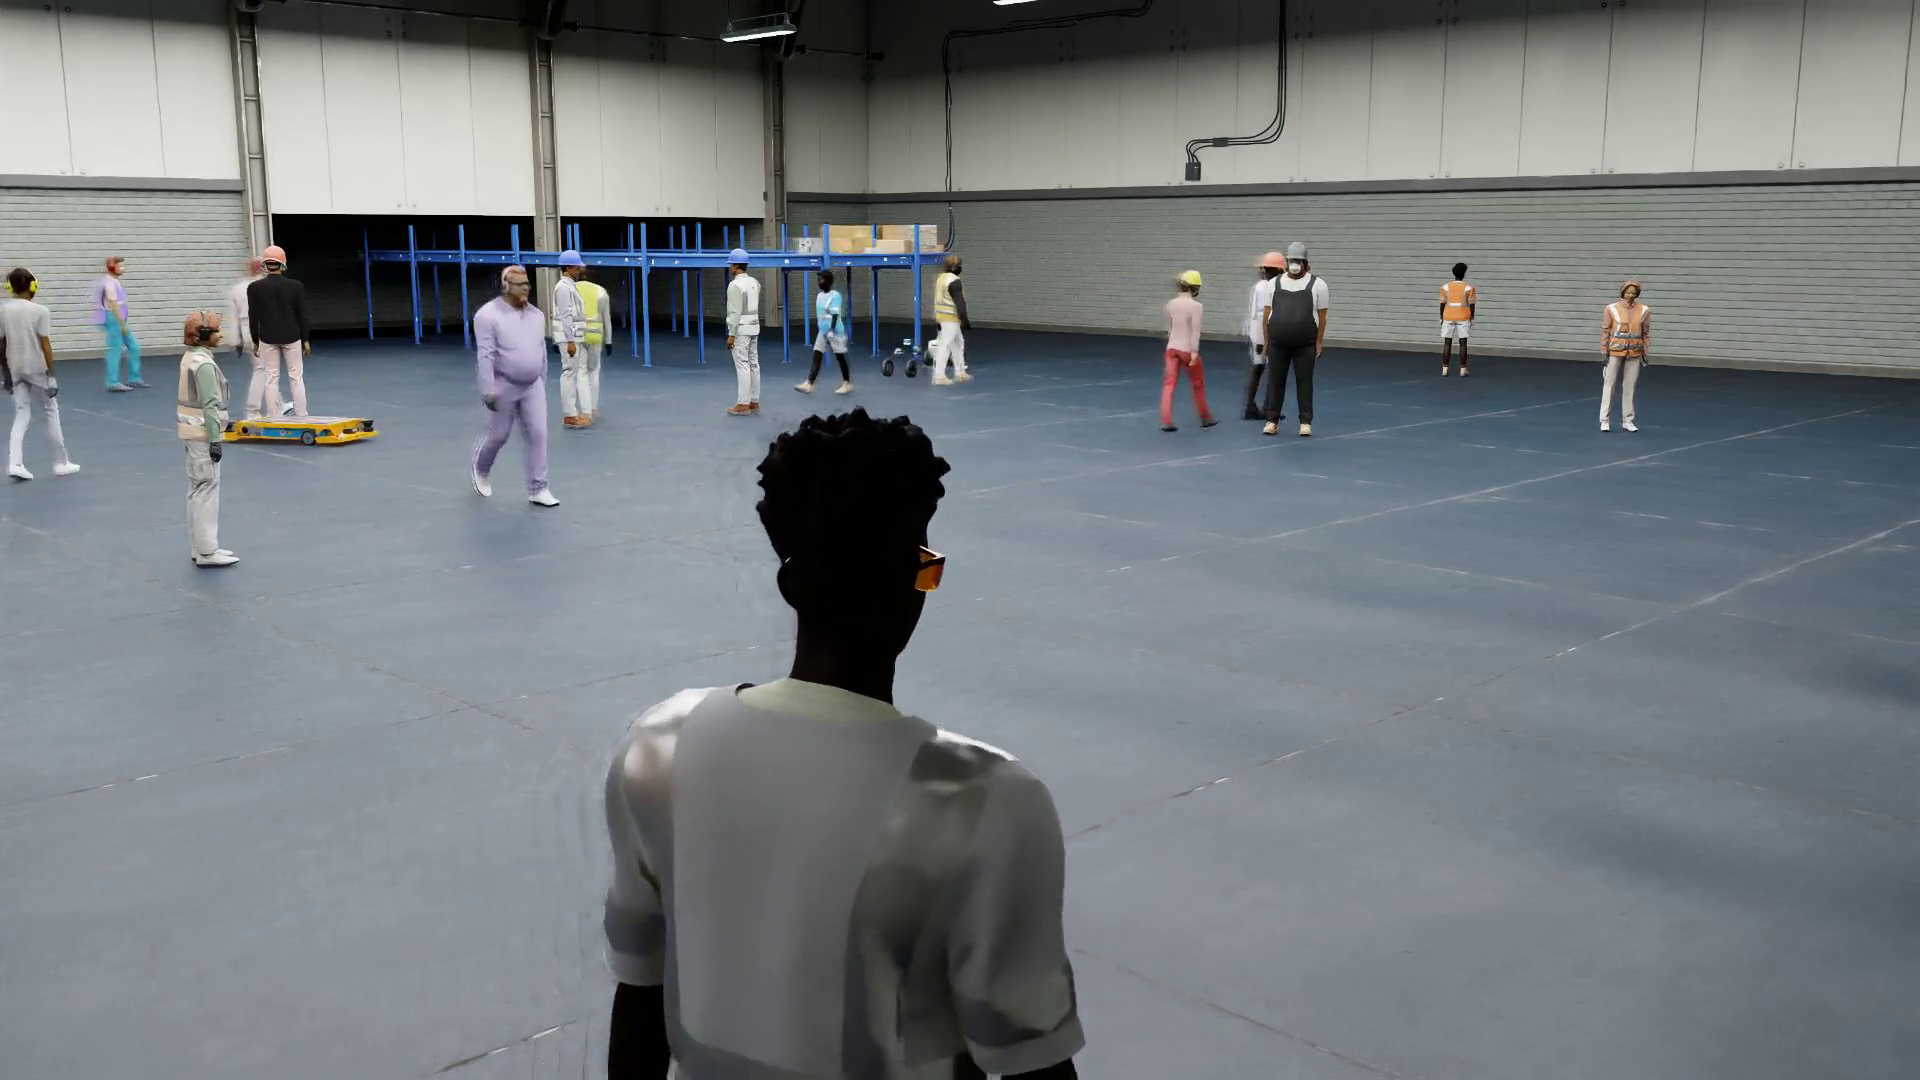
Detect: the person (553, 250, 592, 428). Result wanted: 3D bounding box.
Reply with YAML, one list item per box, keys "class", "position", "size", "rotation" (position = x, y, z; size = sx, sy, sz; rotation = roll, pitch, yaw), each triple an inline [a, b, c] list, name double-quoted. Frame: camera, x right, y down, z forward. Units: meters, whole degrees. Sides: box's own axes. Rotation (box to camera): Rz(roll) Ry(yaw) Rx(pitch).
- class: "person"
  position: [-4.311, -2.229, 18.434]
  size: [0.382, 1.949, 0.605]
  rotation: [-2, 11, -9]

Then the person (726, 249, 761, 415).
- class: "person"
  position: [-2.580, -2.467, 19.728]
  size: [0.389, 1.949, 0.604]
  rotation: [4, 11, 20]

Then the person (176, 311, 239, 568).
- class: "person"
  position: [-4.851, -0.650, 10.698]
  size: [0.320, 1.628, 0.508]
  rotation: [-7, 13, -34]

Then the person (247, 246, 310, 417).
- class: "person"
  position: [-7.311, -2.155, 17.902]
  size: [0.610, 1.996, 0.378]
  rotation: [-3, 11, -14]

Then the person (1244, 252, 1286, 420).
- class: "person"
  position: [3.562, -2.324, 19.058]
  size: [0.624, 1.915, 0.565]
  rotation: [1, 10, 6]

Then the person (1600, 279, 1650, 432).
- class: "person"
  position: [7.187, -1.993, 17.992]
  size: [0.514, 1.640, 0.310]
  rotation: [0, 10, 2]

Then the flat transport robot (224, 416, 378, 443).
- class: "flat transport robot"
  position: [-6.868, -1.155, 17.272]
  size: [1.431, 0.197, 0.652]
  rotation: [2, 11, 13]

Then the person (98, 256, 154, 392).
- class: "person"
  position: [-11.343, -2.935, 22.628]
  size: [0.661, 1.823, 0.582]
  rotation: [-3, 11, -14]

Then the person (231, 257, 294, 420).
- class: "person"
  position: [-7.870, -2.270, 18.904]
  size: [0.655, 1.856, 0.974]
  rotation: [4, 11, 21]

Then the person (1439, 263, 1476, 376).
- class: "person"
  position: [7.498, -3.325, 25.096]
  size: [0.539, 1.694, 0.318]
  rotation: [5, 11, 25]

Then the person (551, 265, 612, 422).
- class: "person"
  position: [-4.360, -2.273, 19.105]
  size: [0.638, 1.789, 0.888]
  rotation: [-6, 12, -31]

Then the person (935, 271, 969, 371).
- class: "person"
  position: [-0.158, -3.386, 25.719]
  size: [0.514, 1.587, 0.799]
  rotation: [-6, 12, -29]

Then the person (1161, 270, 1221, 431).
- class: "person"
  position: [2.505, -2.059, 18.121]
  size: [0.852, 1.726, 0.527]
  rotation: [-9, 14, -40]

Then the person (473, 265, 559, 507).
- class: "person"
  position: [-3.554, -1.225, 13.148]
  size: [0.634, 1.884, 0.842]
  rotation: [-10, 14, -43]

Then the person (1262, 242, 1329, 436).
- class: "person"
  position: [3.536, -2.114, 17.672]
  size: [0.683, 2.000, 0.538]
  rotation: [4, 11, 19]

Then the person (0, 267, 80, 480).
- class: "person"
  position: [-8.120, -1.453, 14.519]
  size: [0.544, 1.841, 0.801]
  rotation: [1, 10, 4]

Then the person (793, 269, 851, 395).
- class: "person"
  position: [-1.789, -2.728, 21.927]
  size: [0.854, 1.647, 0.547]
  rotation: [-9, 13, -39]

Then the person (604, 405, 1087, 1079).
- class: "person"
  position: [-0.125, 0.787, 2.085]
  size: [0.617, 1.911, 1.031]
  rotation: [7, 12, 32]

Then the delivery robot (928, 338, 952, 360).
- class: "delivery robot"
  position: [-0.231, -3.191, 27.342]
  size: [0.477, 0.478, 0.707]
  rotation: [5, 12, 25]

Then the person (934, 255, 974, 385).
- class: "person"
  position: [-0.044, -3.121, 23.653]
  size: [0.804, 1.814, 0.628]
  rotation: [-3, 11, -17]

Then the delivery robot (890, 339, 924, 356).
- class: "delivery robot"
  position: [-0.803, -2.930, 25.212]
  size: [0.335, 0.223, 0.698]
  rotation: [6, 12, 29]
